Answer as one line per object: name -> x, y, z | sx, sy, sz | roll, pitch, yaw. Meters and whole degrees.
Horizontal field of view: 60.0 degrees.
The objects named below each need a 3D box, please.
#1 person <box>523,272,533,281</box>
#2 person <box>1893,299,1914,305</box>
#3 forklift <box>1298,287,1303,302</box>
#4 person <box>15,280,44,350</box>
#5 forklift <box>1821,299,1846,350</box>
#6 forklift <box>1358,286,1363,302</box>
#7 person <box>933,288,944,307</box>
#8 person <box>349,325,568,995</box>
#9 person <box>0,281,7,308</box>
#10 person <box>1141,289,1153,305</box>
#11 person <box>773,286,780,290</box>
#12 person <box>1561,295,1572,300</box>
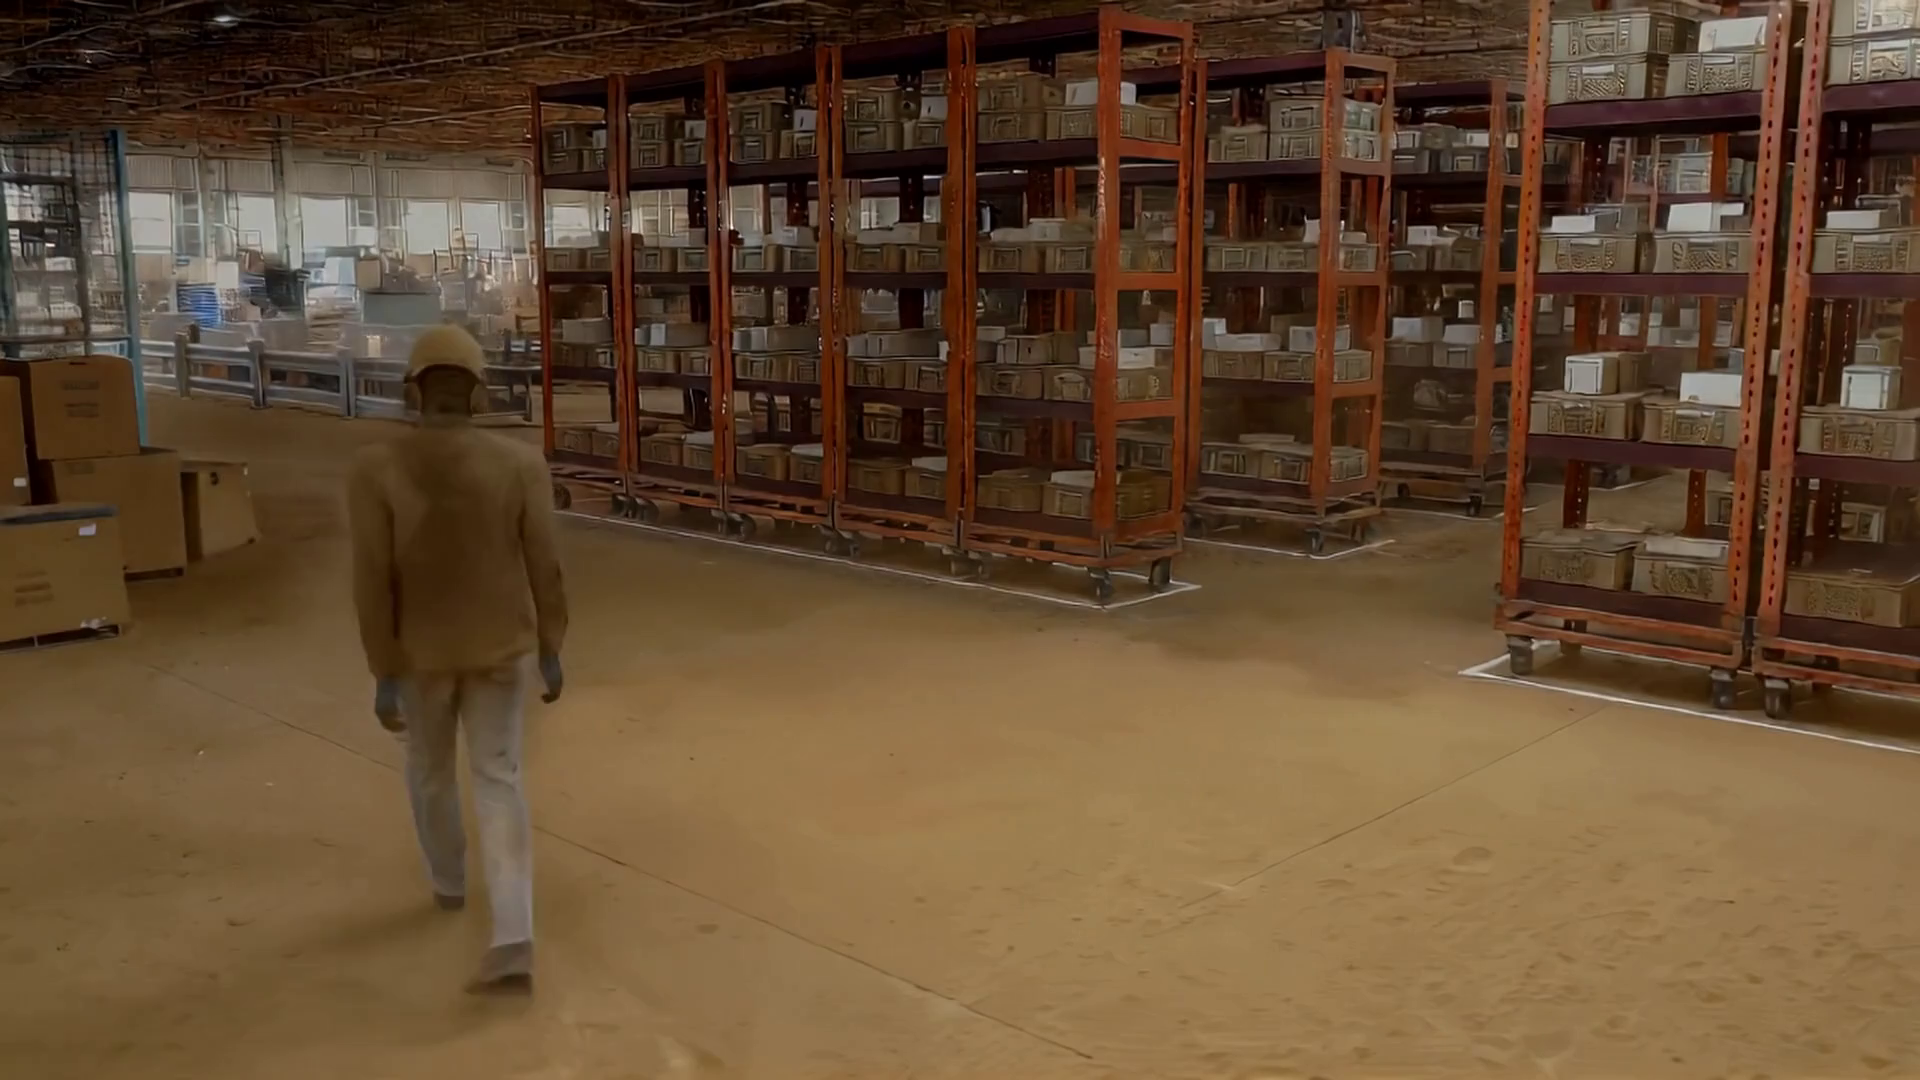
person -> -25.206, -14.696, 97.146 | 0.592, 1.869, 0.641 | 0, 9, 1
person -> 17.802, -3.943, 31.381 | 0.516, 1.810, 0.567 | -1, 9, -4
forklift -> 12.143, -8.896, 58.491 | 1.129, 2.768, 1.873 | -6, 11, -31
person -> -20.051, -4.630, 35.576 | 0.965, 1.822, 0.506 | -1, 9, -8
forklift -> 20.897, -5.995, 40.703 | 1.873, 2.768, 1.129 | 9, 13, 43
forklift -> 11.100, -7.017, 46.970 | 1.873, 2.768, 1.129 | 9, 13, 43
person -> -0.795, -9.029, 62.933 | 0.547, 1.683, 0.494 | -9, 13, -44
person -> -1.440, 0.332, 4.915 | 0.625, 1.916, 1.082 | -4, 10, -23
person -> -34.734, -8.695, 60.209 | 0.614, 1.913, 0.740 | 4, 10, 25
person -> 3.845, -4.743, 35.873 | 0.603, 1.949, 0.397 | 1, 9, 9
person -> -8.856, -11.912, 79.926 | 0.383, 1.916, 0.591 | 1, 9, 3
person -> 12.544, -4.432, 34.331 | 0.600, 1.827, 0.403 | -7, 12, -37
